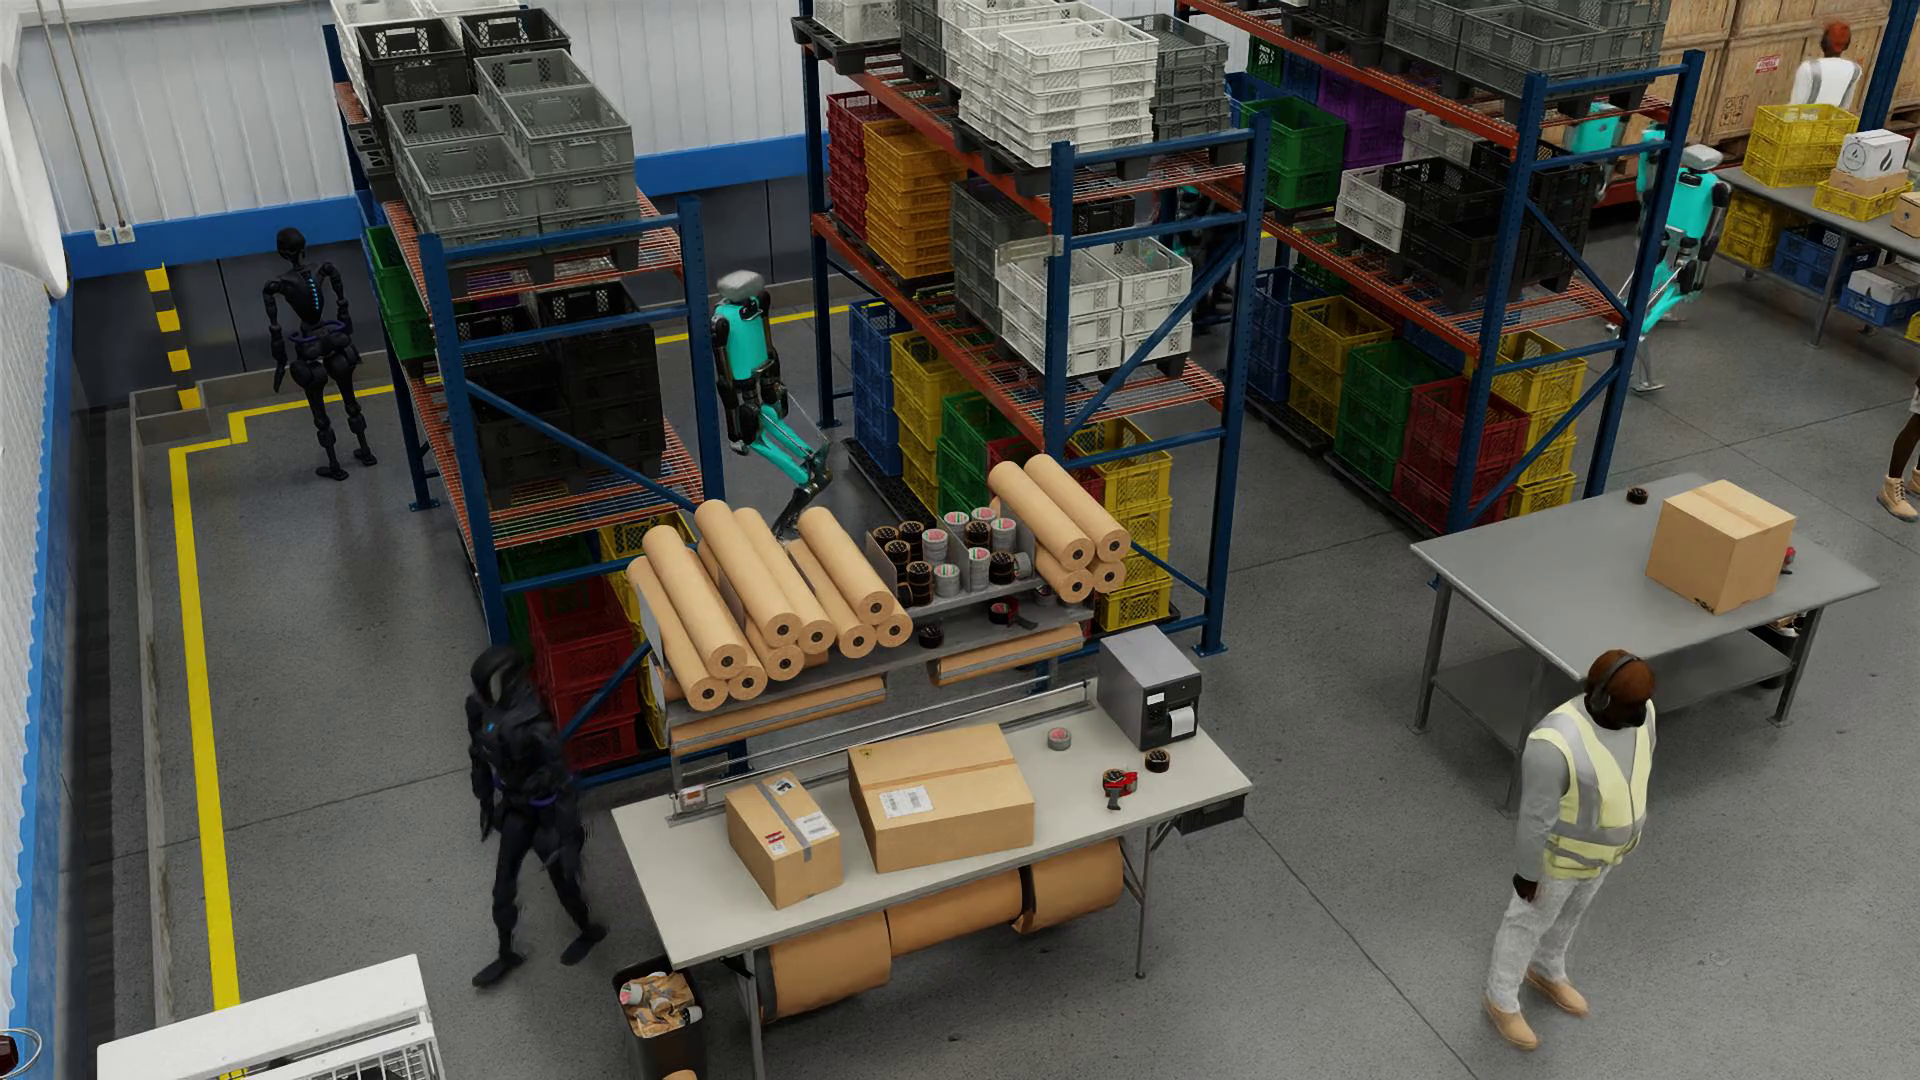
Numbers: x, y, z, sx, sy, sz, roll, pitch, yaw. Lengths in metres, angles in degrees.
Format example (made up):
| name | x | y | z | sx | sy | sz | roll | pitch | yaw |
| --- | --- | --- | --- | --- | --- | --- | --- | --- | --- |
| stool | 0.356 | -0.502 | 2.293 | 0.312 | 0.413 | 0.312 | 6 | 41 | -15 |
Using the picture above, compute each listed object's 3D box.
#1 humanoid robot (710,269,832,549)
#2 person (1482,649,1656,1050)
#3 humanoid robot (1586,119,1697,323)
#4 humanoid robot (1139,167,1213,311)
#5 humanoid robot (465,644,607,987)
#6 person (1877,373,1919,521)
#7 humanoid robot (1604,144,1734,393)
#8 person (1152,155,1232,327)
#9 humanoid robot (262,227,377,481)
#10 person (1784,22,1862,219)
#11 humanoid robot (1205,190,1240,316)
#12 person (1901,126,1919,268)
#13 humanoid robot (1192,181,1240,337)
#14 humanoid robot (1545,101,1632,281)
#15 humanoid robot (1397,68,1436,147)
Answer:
| name | x | y | z | sx | sy | sz | roll | pitch | yaw |
| --- | --- | --- | --- | --- | --- | --- | --- | --- | --- |
| humanoid robot | -1.040 | -0.698 | 9.624 | 0.736 | 1.706 | 0.530 | 15 | 35 | 23 |
| person | 2.414 | 1.199 | 6.525 | 0.633 | 1.839 | 0.429 | -19 | 36 | -28 |
| humanoid robot | 5.313 | -2.360 | 12.428 | 0.908 | 1.771 | 0.566 | 11 | 33 | 17 |
| humanoid robot | 1.500 | -2.269 | 12.284 | 0.695 | 1.829 | 0.538 | -12 | 34 | -18 |
| humanoid robot | -1.770 | 1.157 | 6.767 | 0.596 | 1.641 | 0.597 | 19 | 37 | 28 |
| person | 6.047 | -1.079 | 10.033 | 0.609 | 2.043 | 0.372 | -12 | 34 | -19 |
| humanoid robot | 4.785 | -1.837 | 11.458 | 0.733 | 1.687 | 0.531 | -20 | 37 | -29 |
| person | 1.728 | -2.446 | 12.451 | 0.597 | 1.830 | 0.403 | 3 | 32 | 5 |
| humanoid robot | -4.073 | -1.182 | 10.532 | 0.315 | 1.657 | 0.599 | 23 | 39 | 33 |
| person | 7.143 | -3.445 | 14.060 | 0.626 | 1.846 | 0.835 | -3 | 32 | -6 |
| humanoid robot | 2.063 | -2.516 | 12.704 | 0.375 | 1.649 | 0.588 | -1 | 32 | -2 |
| person | 7.463 | -2.774 | 12.897 | 0.435 | 1.934 | 0.621 | 19 | 36 | 27 |
| humanoid robot | 1.969 | -2.340 | 12.447 | 0.620 | 1.638 | 0.591 | -9 | 33 | -14 |
| humanoid robot | 4.846 | -2.871 | 13.230 | 0.536 | 1.765 | 0.785 | -5 | 32 | -8 |
| humanoid robot | 3.648 | -3.253 | 13.898 | 0.599 | 1.655 | 0.315 | 3 | 32 | 5 |
